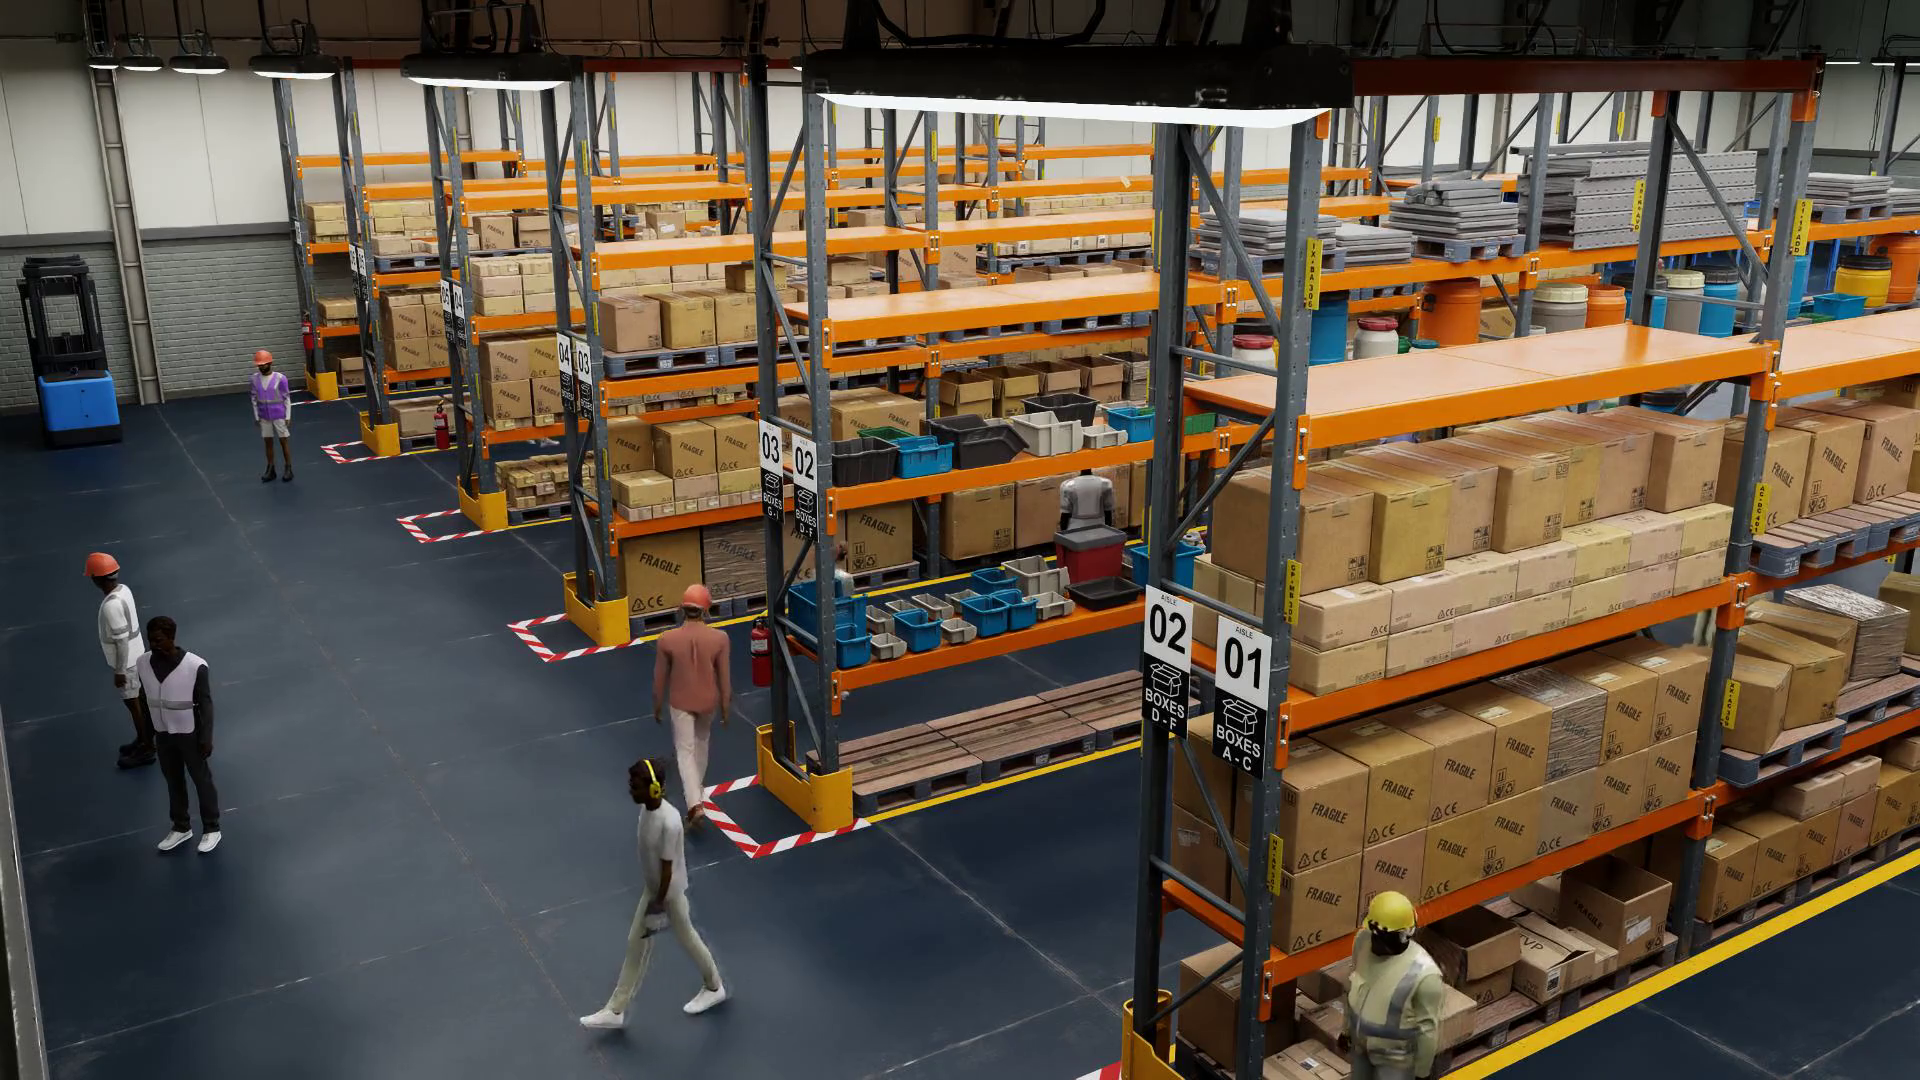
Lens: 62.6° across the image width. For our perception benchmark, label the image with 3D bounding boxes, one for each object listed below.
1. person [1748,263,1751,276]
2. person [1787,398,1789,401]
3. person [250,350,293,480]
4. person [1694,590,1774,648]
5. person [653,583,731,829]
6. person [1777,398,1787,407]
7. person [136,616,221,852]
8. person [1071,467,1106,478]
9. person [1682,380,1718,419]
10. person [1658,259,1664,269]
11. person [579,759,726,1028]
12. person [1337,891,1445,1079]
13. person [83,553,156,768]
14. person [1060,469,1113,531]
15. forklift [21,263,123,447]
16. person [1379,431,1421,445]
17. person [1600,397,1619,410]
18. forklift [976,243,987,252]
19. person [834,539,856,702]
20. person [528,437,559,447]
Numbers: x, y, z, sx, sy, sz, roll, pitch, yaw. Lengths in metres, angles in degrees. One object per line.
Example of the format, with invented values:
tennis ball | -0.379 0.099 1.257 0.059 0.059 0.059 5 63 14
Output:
person | 19.030 -6.229 37.467 1.017 1.975 0.637 -3 17 -8
person | 13.652 -2.805 26.395 0.515 1.894 0.663 -8 19 -25
person | -10.075 -1.823 23.107 0.547 1.937 0.379 0 17 1
person | 6.900 0.934 14.082 1.043 1.945 0.615 -11 20 -32
person | -2.145 1.329 12.776 0.627 1.954 0.967 -5 18 -17
person | 12.122 -1.811 23.605 0.419 1.616 0.515 -5 18 -16
person | -6.069 1.491 12.275 0.591 1.919 0.392 2 17 8
person | 1.499 -0.386 18.435 0.617 1.914 0.600 -9 19 -28
person | 11.985 -2.585 25.708 1.047 1.884 0.656 -16 23 -42
person | 15.008 -5.126 34.087 0.645 1.870 0.978 8 19 25
person | -1.939 2.246 9.975 0.976 1.821 0.514 -13 21 -36
person | 2.315 2.692 8.506 0.489 1.816 0.589 -9 19 -28
person | -7.319 1.032 13.757 0.376 1.933 0.544 -6 18 -19
person | 1.378 -0.085 17.362 0.607 1.966 0.367 -3 17 -10
forklift | -14.518 -3.079 25.708 1.129 2.768 1.873 -10 20 -31
person | 5.710 -1.038 20.535 0.544 1.938 0.356 -1 17 -3
person | 10.180 -2.132 24.431 0.542 1.742 0.376 8 19 24
forklift | 0.988 -5.474 34.718 1.214 2.155 2.313 -10 20 -31
person | -1.154 0.788 15.076 0.372 1.622 0.532 -14 22 -39
person | -6.715 -2.380 25.072 0.505 1.859 0.514 -10 19 -29
